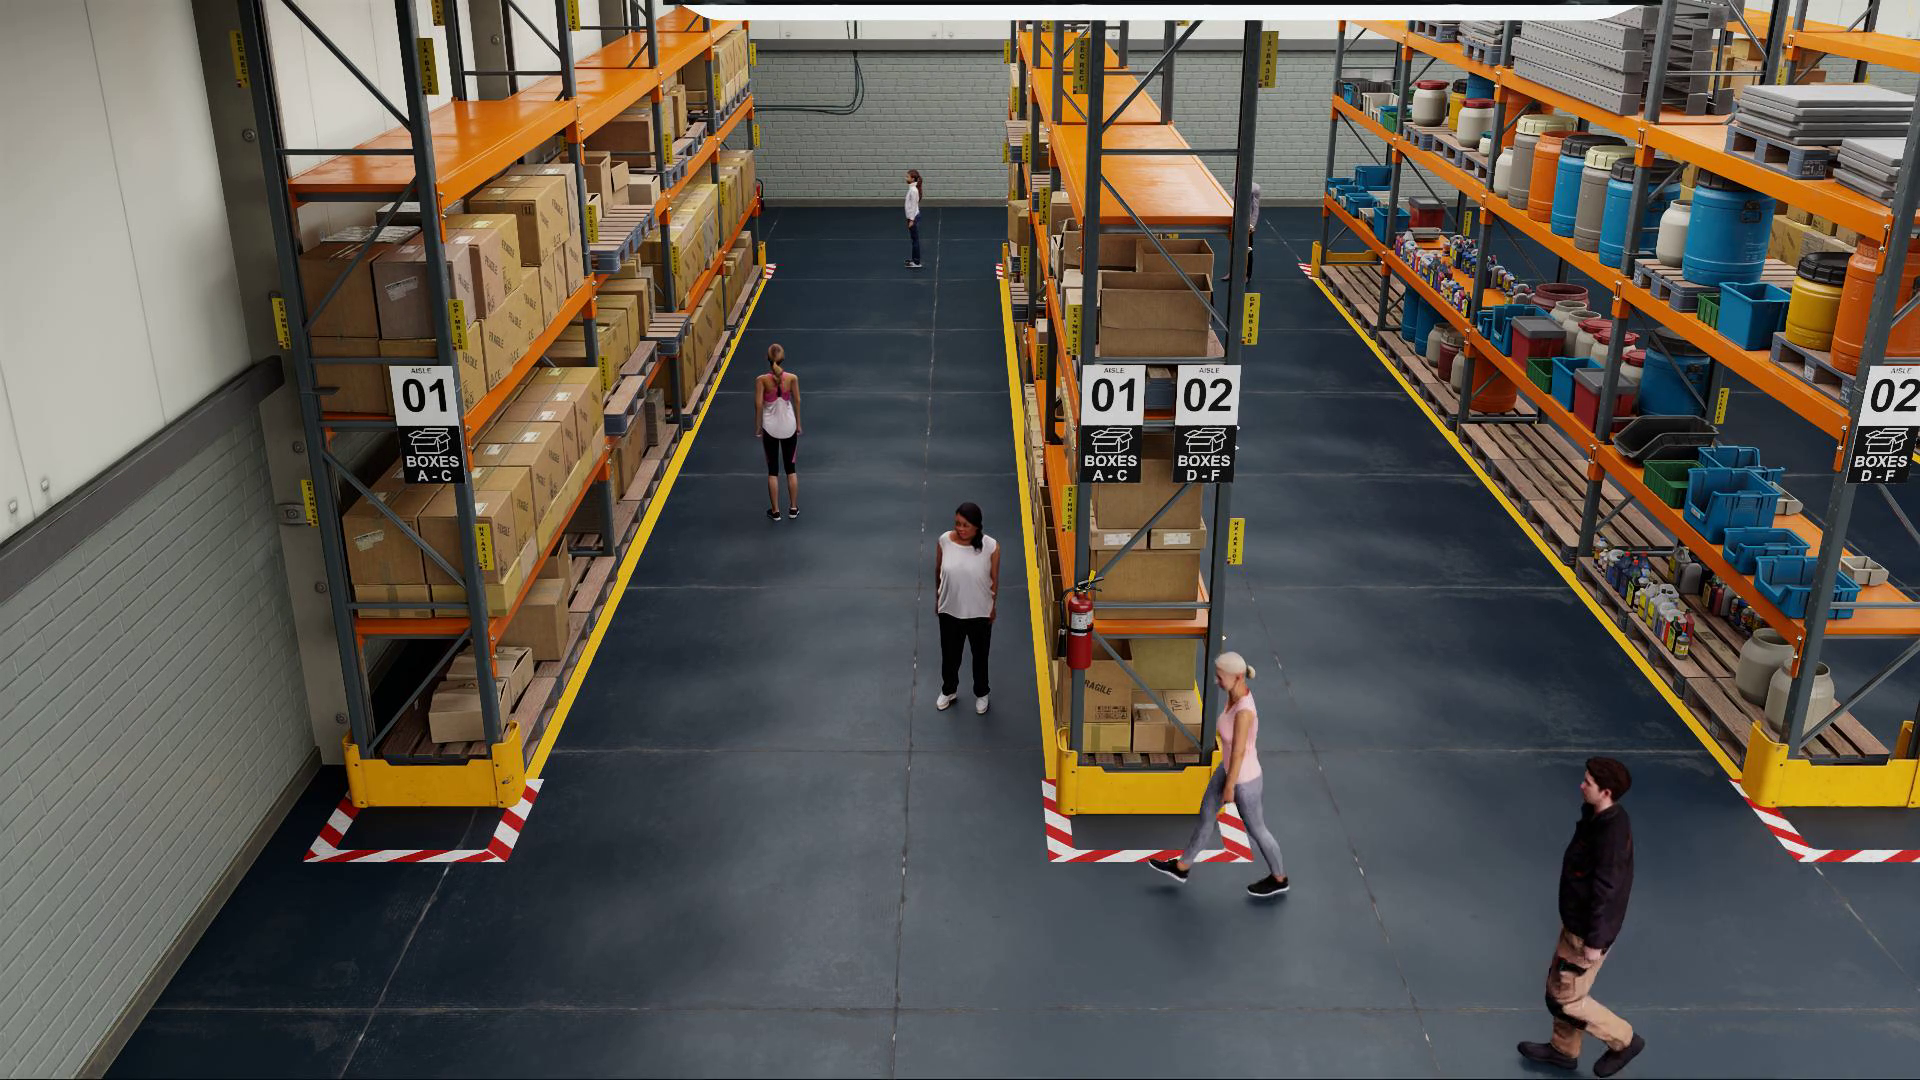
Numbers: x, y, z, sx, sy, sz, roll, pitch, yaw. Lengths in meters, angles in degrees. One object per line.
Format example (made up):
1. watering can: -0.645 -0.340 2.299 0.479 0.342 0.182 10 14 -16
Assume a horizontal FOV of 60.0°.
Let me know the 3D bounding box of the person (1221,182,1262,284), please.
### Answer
1. person: 4.391 -4.933 25.807 0.759 1.853 0.815 20 30 40

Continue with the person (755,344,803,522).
1. person: -1.790 -1.070 16.448 0.668 1.787 0.613 -6 23 -15

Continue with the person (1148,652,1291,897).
1. person: 1.832 1.481 10.375 0.664 1.664 1.044 -1 22 -2

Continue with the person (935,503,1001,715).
1. person: 0.049 0.505 12.729 0.718 1.688 0.689 6 23 14

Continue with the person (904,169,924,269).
1. person: -0.739 -5.204 26.859 0.587 1.559 0.468 -1 22 -2

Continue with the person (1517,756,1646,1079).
1. person: 3.377 2.027 8.712 0.885 1.912 0.873 5 23 13
